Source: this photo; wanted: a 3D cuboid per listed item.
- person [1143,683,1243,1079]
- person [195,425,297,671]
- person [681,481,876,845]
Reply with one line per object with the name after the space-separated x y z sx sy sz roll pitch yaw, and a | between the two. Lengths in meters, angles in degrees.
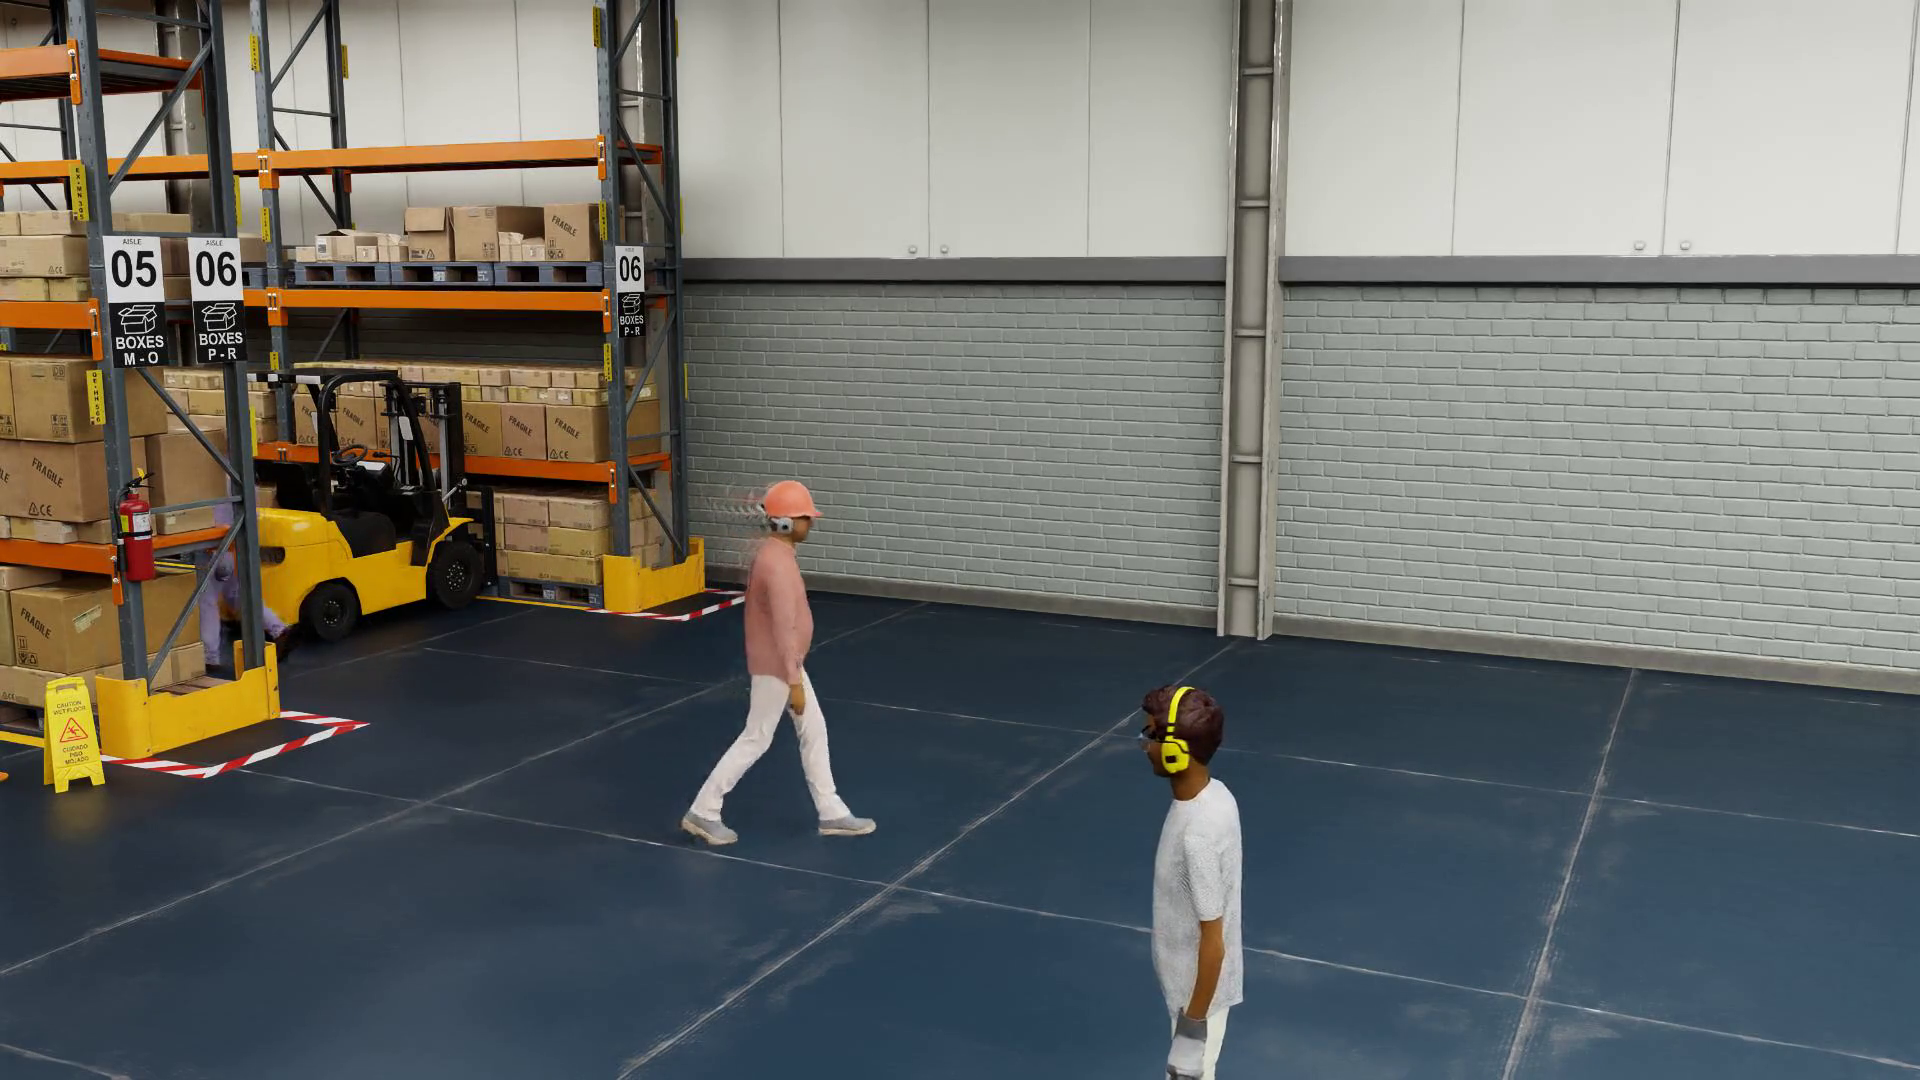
0.658 1.330 4.808 0.319 1.865 0.521 1 9 9 | person
-5.491 0.066 12.517 0.762 1.877 0.635 0 9 2 | person
-1.001 0.652 8.736 1.017 1.949 0.635 -1 9 -5 | person
